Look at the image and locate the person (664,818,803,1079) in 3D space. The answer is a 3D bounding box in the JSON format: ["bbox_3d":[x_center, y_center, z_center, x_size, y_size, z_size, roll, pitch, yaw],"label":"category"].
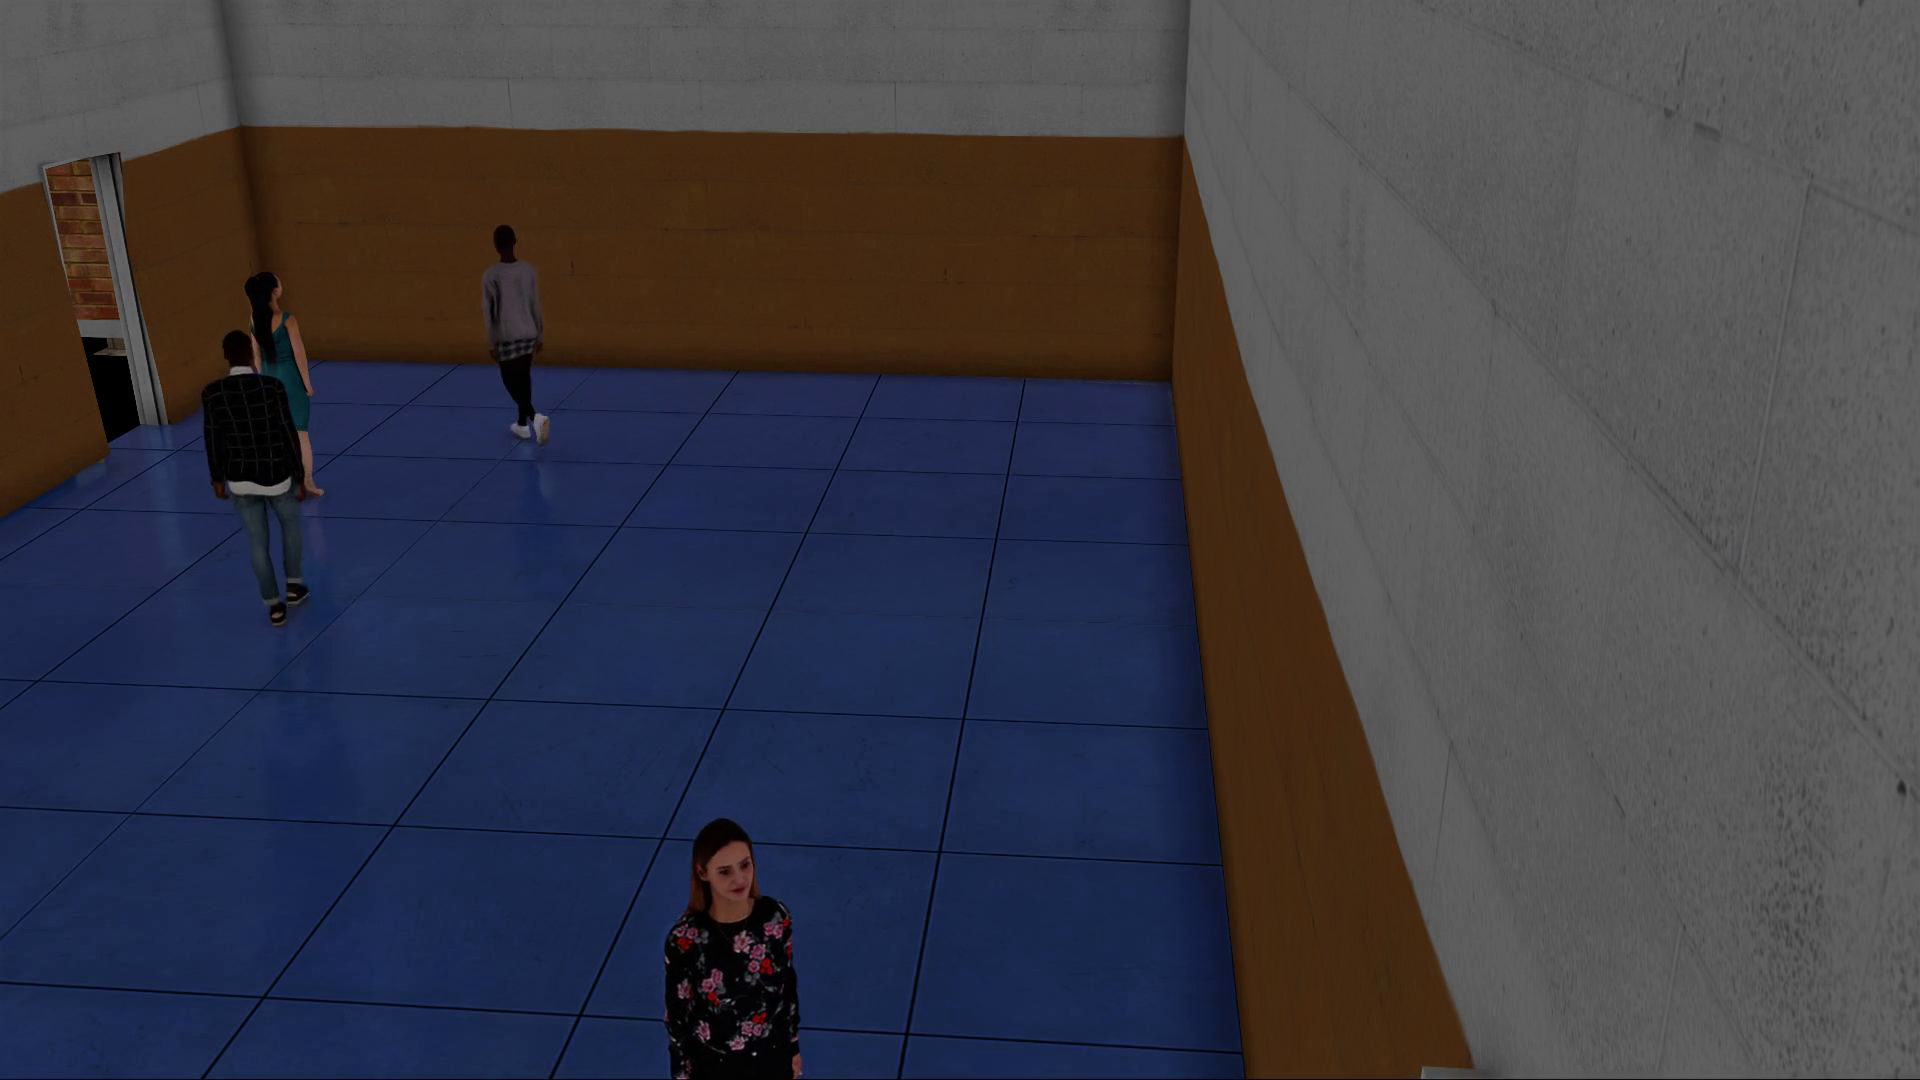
[{"bbox_3d":[-0.703,1.625,5.244,0.599,1.680,0.714,-9,24,-22],"label":"person"}]

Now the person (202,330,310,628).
[{"bbox_3d":[-4.194,-0.336,9.951,0.809,1.809,0.896,-8,23,-18],"label":"person"}]

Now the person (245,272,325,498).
[{"bbox_3d":[-4.907,-1.114,12.052,0.451,1.686,0.644,5,22,12],"label":"person"}]

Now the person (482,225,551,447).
[{"bbox_3d":[-3.467,-1.571,13.103,1.064,1.750,1.106,-16,27,-35],"label":"person"}]
